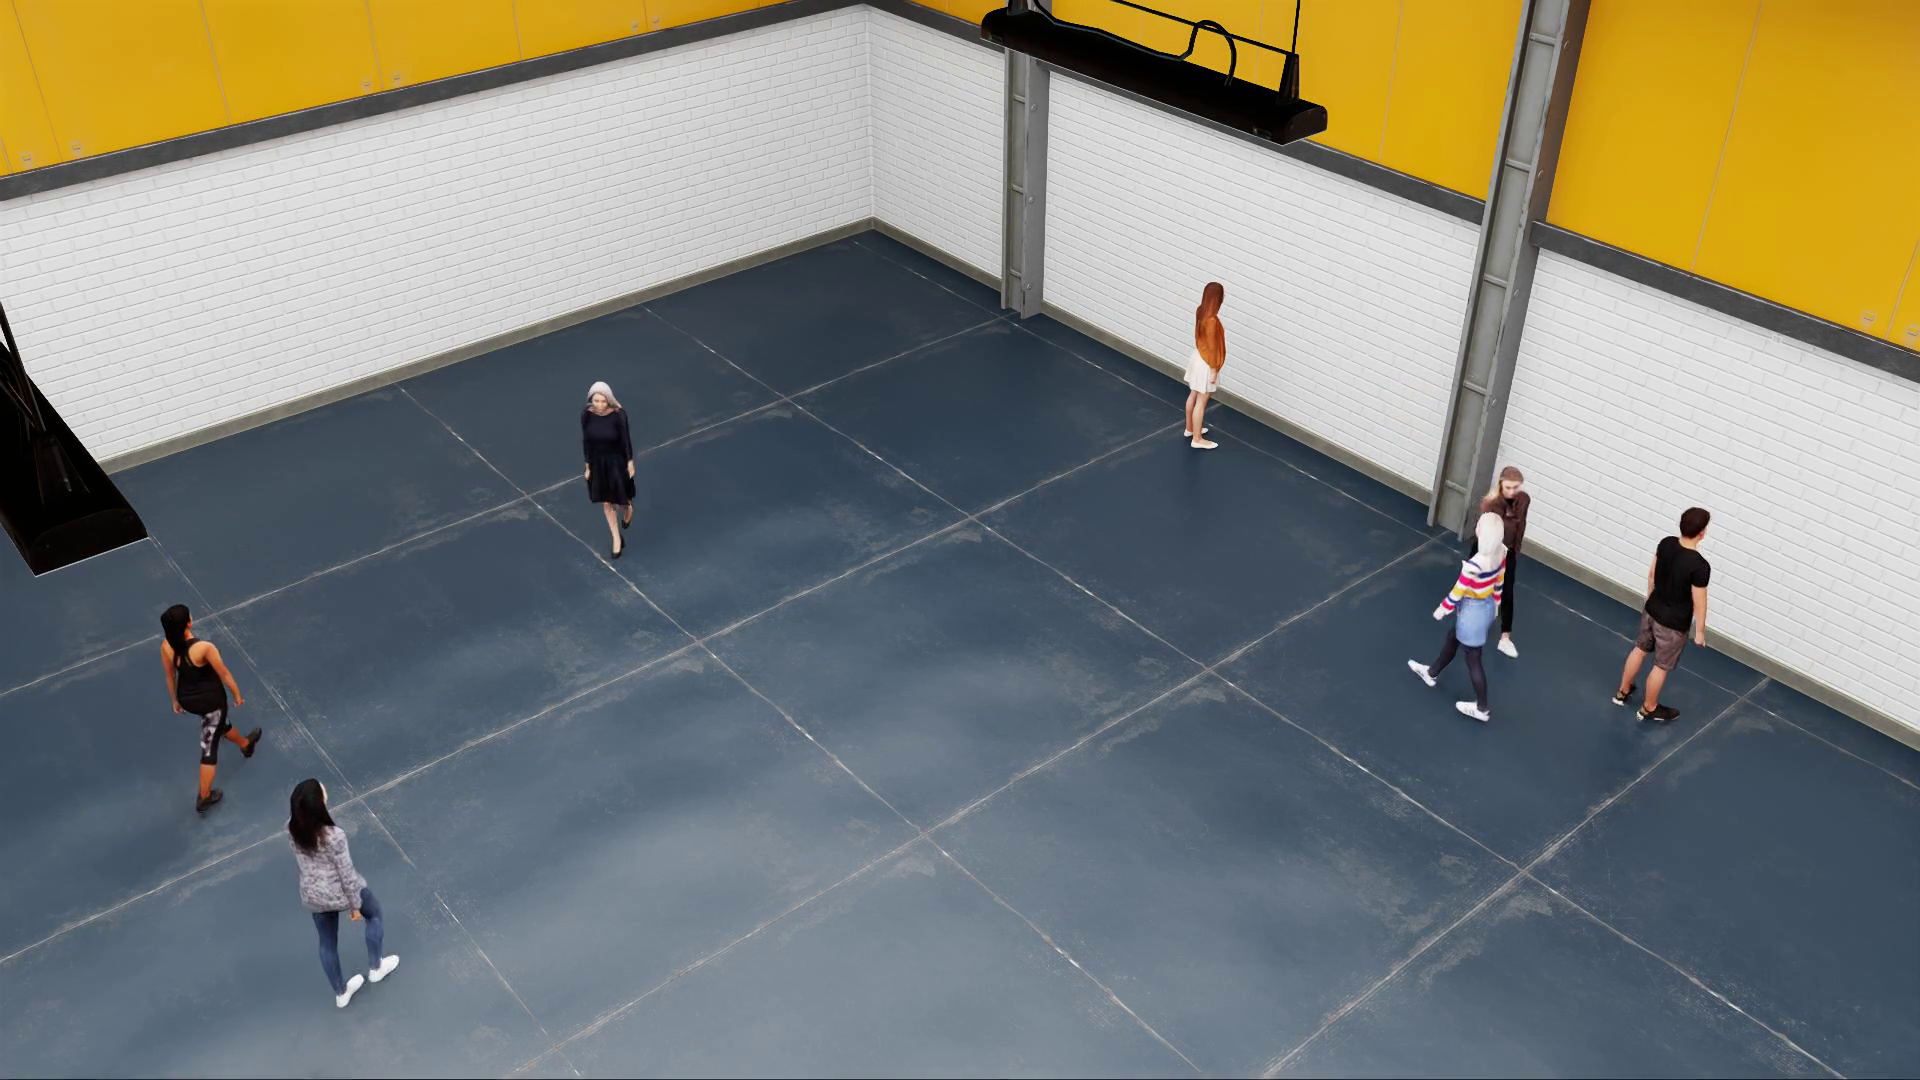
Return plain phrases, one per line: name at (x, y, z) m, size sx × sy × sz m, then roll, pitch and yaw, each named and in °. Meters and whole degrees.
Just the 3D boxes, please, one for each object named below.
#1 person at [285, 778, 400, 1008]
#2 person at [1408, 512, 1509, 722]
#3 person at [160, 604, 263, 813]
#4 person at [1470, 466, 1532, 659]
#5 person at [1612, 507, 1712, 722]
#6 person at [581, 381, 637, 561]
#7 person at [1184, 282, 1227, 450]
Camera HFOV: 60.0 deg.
person at (-3.930, 2.239, 10.283) m, size 0.780 × 1.715 × 0.840 m, roll 6°, pitch 34°, yaw 9°
person at (3.992, 0.628, 12.653) m, size 1.032 × 1.774 × 0.715 m, roll 27°, pitch 42°, yaw 35°
person at (-5.459, 1.205, 11.928) m, size 1.103 × 1.617 × 1.098 m, roll 6°, pitch 34°, yaw 9°
person at (4.314, 0.067, 13.604) m, size 0.935 × 1.656 × 1.113 m, roll -6°, pitch 34°, yaw -9°
person at (5.380, 0.561, 12.676) m, size 0.894 × 1.861 × 0.716 m, roll -9°, pitch 35°, yaw -13°
person at (-3.059, -0.667, 14.639) m, size 0.844 × 1.733 × 0.888 m, roll 7°, pitch 34°, yaw 10°
person at (2.380, -1.722, 16.235) m, size 0.761 × 1.723 × 0.658 m, roll -6°, pitch 34°, yaw -9°
